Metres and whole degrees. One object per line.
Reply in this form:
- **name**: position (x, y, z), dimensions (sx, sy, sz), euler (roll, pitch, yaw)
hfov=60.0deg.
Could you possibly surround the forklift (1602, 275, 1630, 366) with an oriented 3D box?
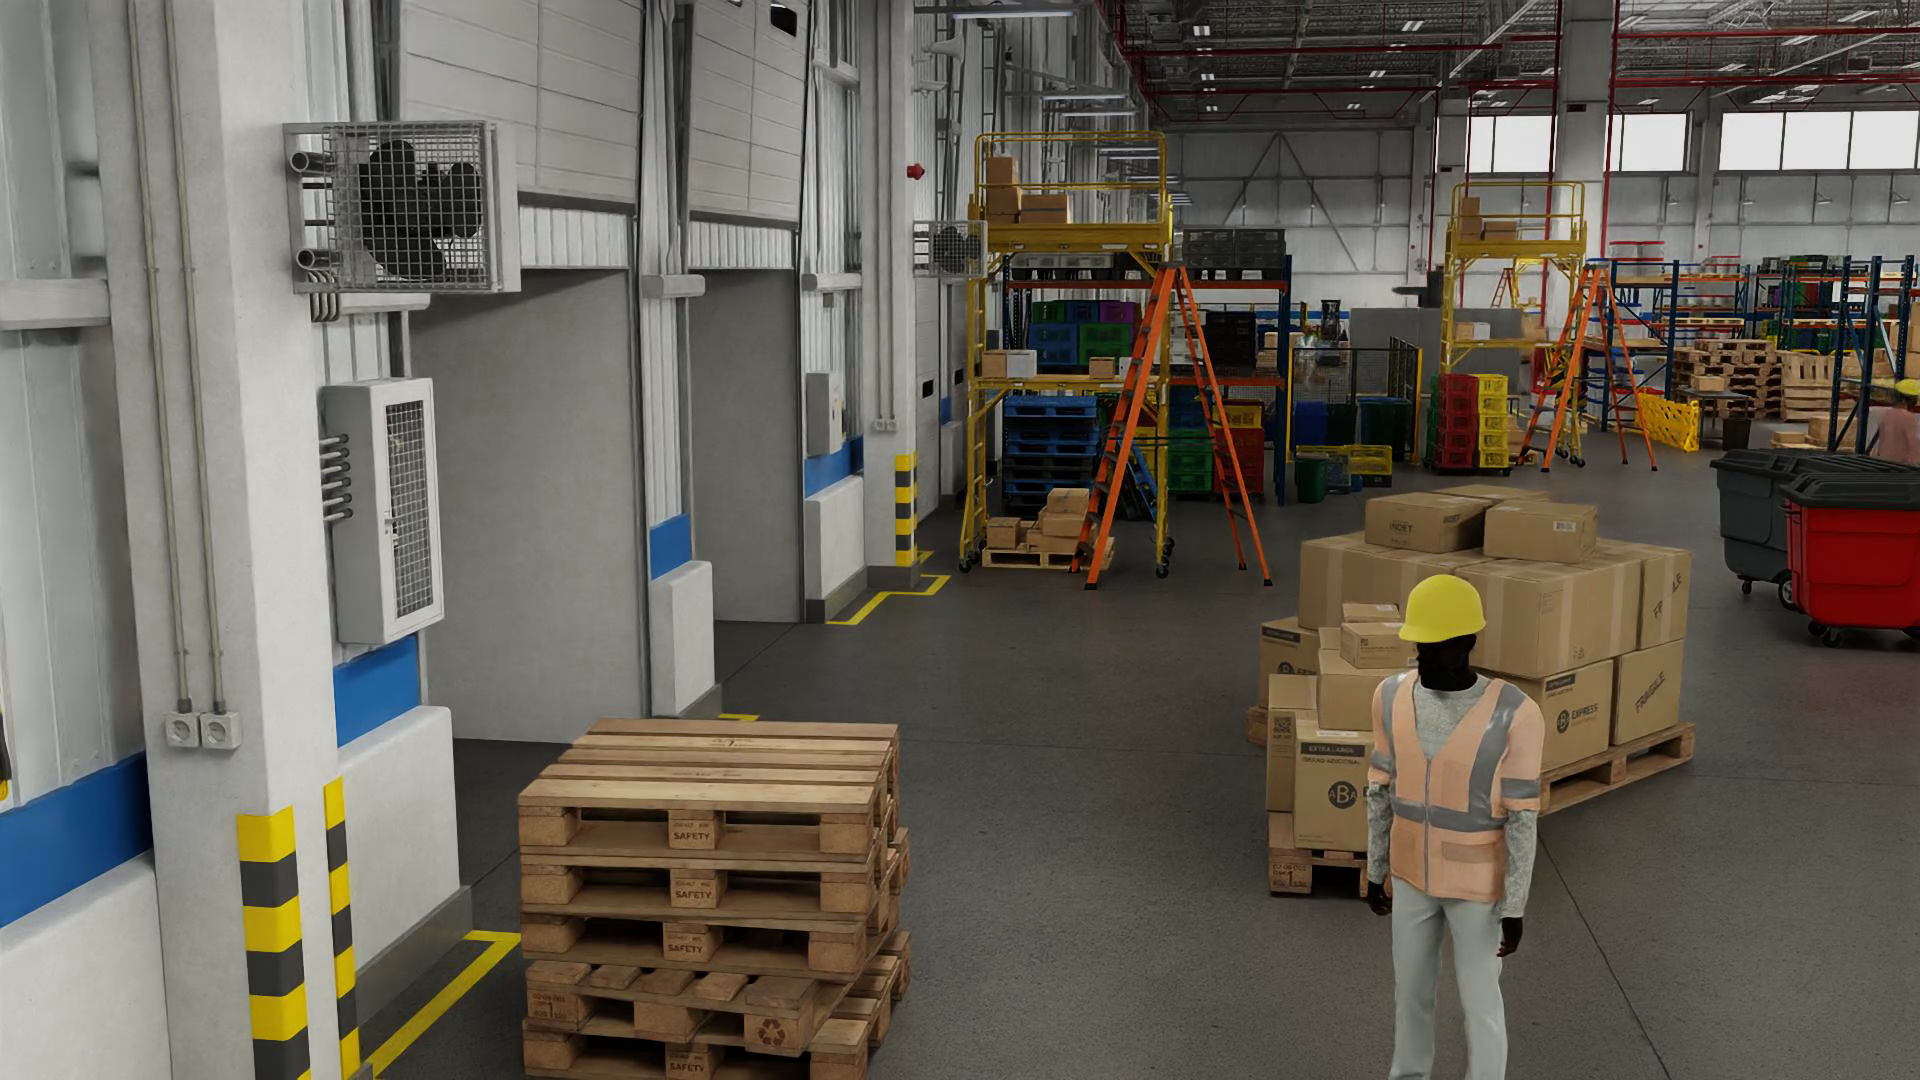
- **forklift**: position (17.619, -6.083, 46.280), dimensions (1.873, 2.768, 1.129), euler (-3, 10, -17)

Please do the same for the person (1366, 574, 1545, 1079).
- **person**: position (1.522, 1.052, 5.245), dimensions (0.397, 1.919, 0.585), euler (-9, 13, -44)

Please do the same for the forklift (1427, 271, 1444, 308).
- **forklift**: position (11.937, -5.361, 41.828), dimensions (1.873, 2.768, 1.129), euler (1, 9, 9)

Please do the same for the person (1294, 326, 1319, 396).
- **person**: position (7.918, -4.095, 37.977), dimensions (0.534, 1.597, 0.863), euler (5, 11, 29)

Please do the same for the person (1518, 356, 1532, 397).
- **person**: position (12.469, -4.196, 37.734), dimensions (1.035, 1.891, 0.640), euler (9, 13, 44)

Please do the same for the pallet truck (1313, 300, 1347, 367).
- **pallet truck**: position (11.159, -6.200, 49.718), dimensions (0.823, 1.965, 1.885), euler (4, 10, 26)

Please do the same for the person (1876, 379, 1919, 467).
- **person**: position (9.765, -0.824, 17.401), dimensions (0.888, 1.725, 0.539), euler (0, 9, 2)

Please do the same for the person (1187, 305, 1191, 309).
- **person**: position (6.137, -5.308, 44.447), dimensions (0.393, 1.928, 0.544), euler (5, 11, 29)
